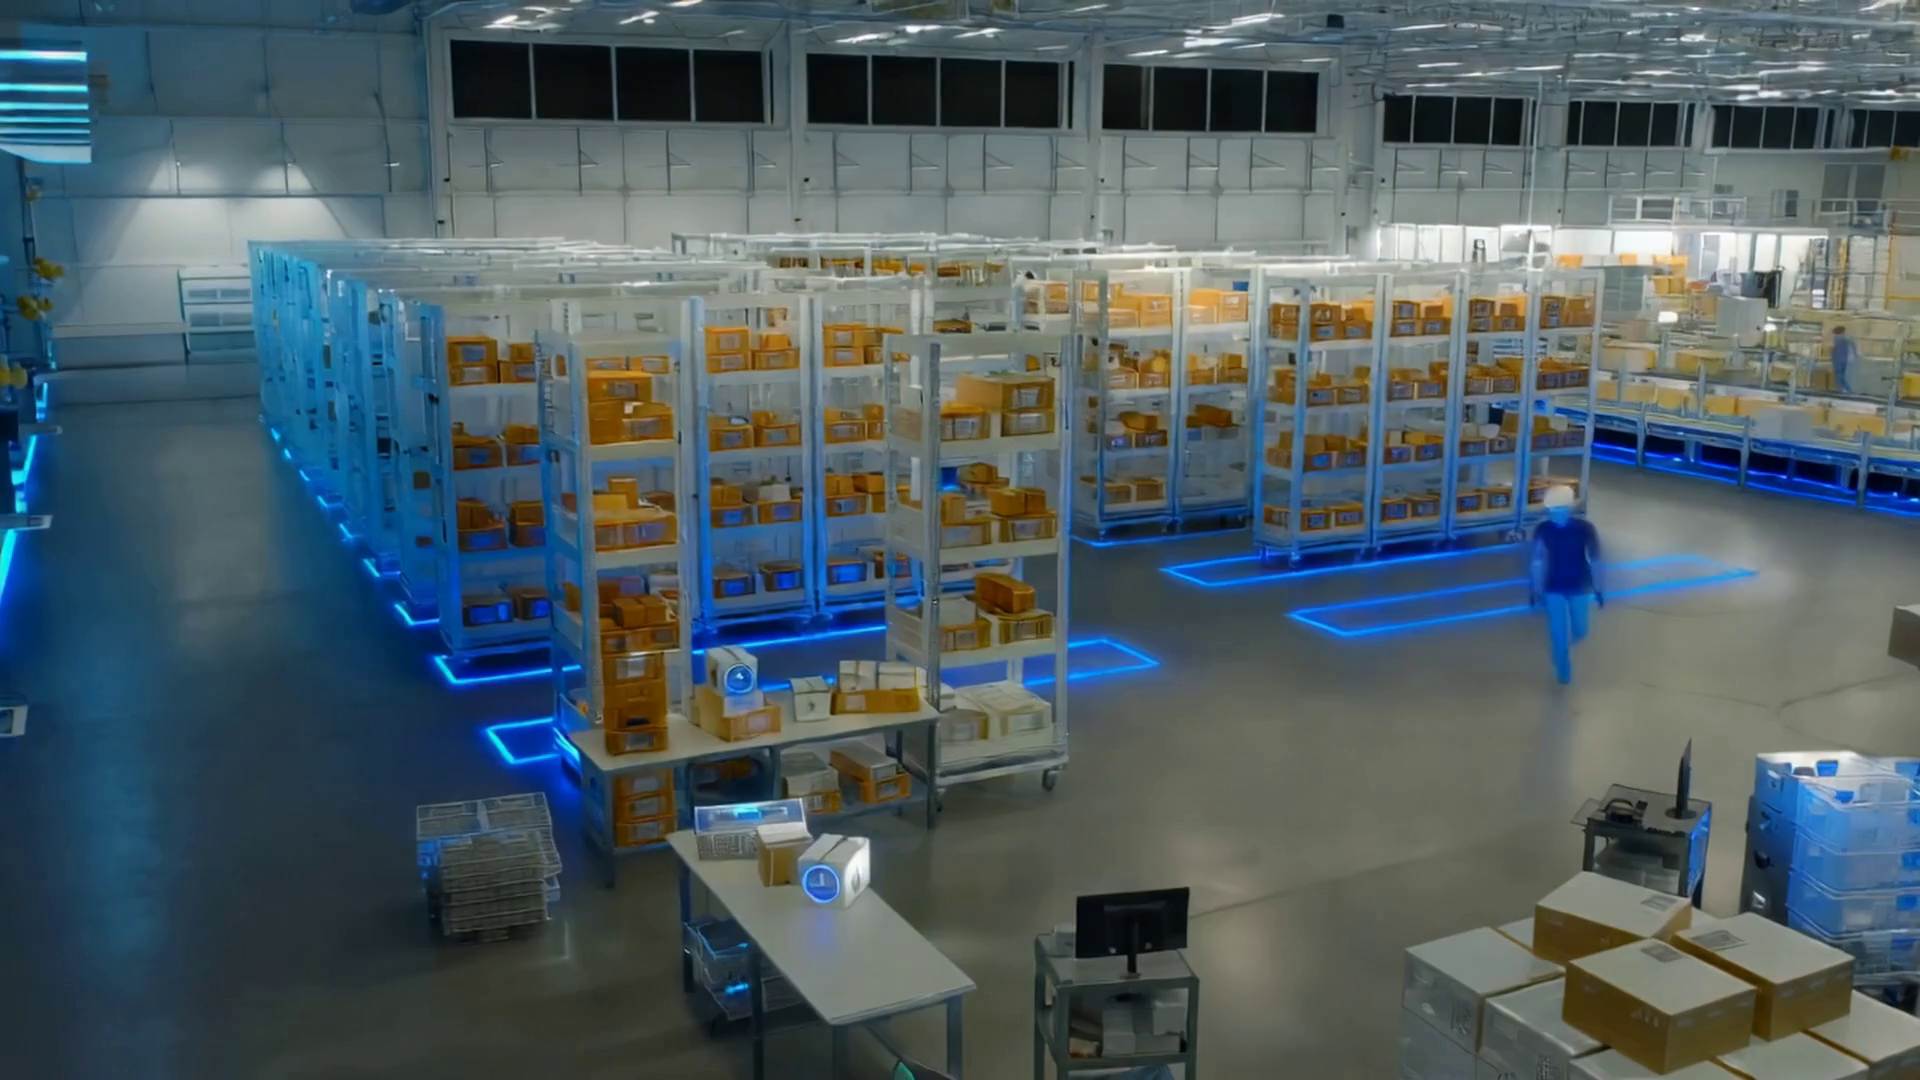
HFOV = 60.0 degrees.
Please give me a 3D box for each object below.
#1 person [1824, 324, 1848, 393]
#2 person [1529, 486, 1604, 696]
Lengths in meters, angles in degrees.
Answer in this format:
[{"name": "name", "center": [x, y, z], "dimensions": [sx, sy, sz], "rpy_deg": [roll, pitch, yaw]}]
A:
[{"name": "person", "center": [18.885, -3.765, 35.782], "dimensions": [0.404, 1.757, 0.526], "rpy_deg": [0, 12, -1]}, {"name": "person", "center": [5.669, 0.456, 15.581], "dimensions": [0.667, 1.951, 0.622], "rpy_deg": [3, 12, 14]}]
